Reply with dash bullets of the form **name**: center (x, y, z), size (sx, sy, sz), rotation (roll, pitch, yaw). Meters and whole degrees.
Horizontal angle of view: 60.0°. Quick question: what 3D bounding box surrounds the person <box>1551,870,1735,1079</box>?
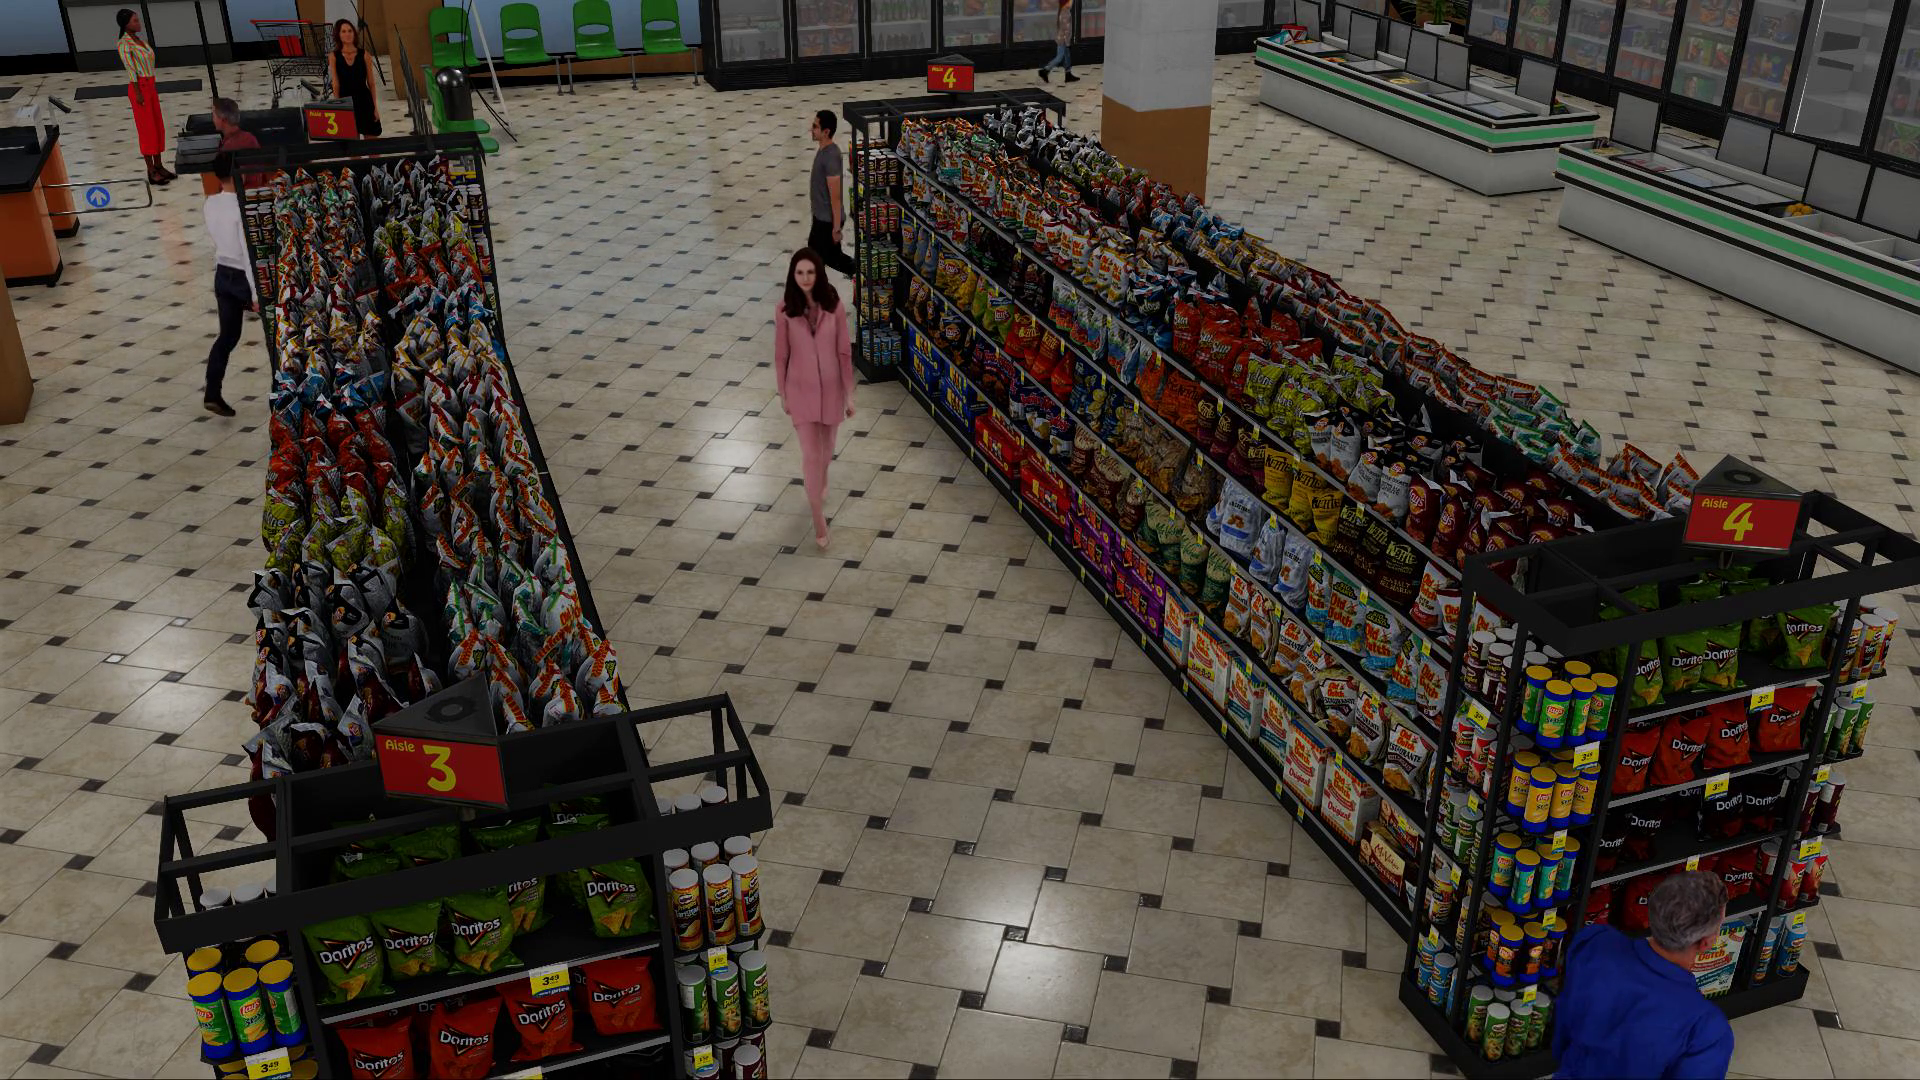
- **person**: center (1.829, 1.742, 4.841), size (0.983, 1.789, 1.182), rotation (-16, 31, -29)

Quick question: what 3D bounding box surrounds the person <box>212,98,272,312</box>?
- **person**: center (-5.669, -2.648, 13.479), size (0.889, 1.806, 0.915), rotation (-3, 27, -5)

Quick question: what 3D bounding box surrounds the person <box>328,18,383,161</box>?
- **person**: center (-6.020, -4.268, 16.641), size (0.575, 1.835, 0.519), rotation (-8, 28, -16)

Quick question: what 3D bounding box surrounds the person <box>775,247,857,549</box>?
- **person**: center (-0.864, -0.910, 10.103), size (0.696, 1.759, 1.136), rotation (-6, 27, -11)

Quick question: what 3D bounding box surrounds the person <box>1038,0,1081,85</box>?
- **person**: center (1.314, -6.639, 22.042), size (0.665, 1.178, 0.796), rotation (-3, 27, -7)

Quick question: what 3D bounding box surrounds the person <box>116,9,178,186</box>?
- **person**: center (-8.550, -4.642, 17.423), size (0.714, 1.793, 0.569), rotation (-1, 27, -2)
